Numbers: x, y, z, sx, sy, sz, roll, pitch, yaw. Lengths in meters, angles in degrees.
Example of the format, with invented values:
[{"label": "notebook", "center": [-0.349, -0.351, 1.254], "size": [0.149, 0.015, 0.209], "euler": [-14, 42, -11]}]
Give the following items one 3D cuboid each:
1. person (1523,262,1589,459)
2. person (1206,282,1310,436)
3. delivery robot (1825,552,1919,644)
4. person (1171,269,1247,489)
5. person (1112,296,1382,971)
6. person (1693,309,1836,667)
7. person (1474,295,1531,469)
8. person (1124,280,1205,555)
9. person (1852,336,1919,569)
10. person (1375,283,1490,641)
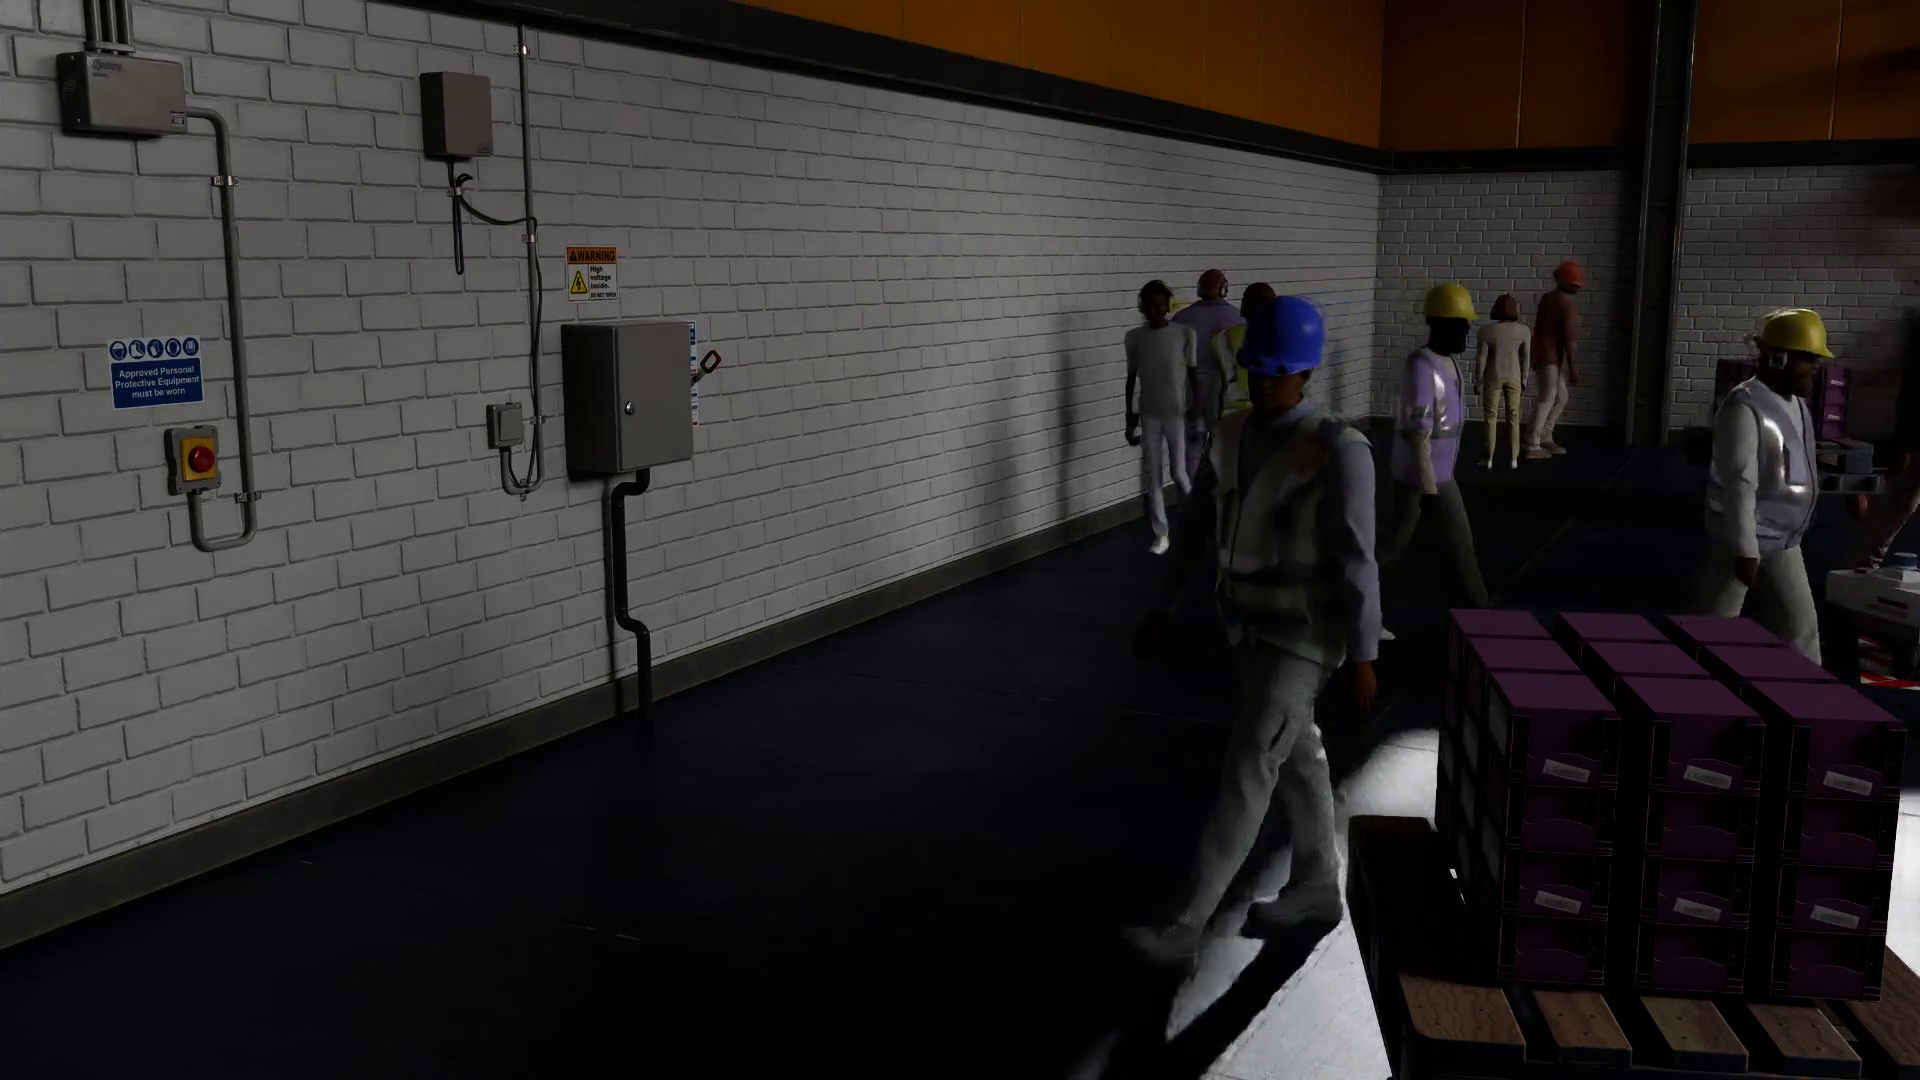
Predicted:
[{"label": "person", "center": [5.819, -1.739, 16.267], "size": [0.553, 1.940, 0.699], "euler": [0, 10, 3]}, {"label": "person", "center": [1.827, -0.656, 10.241], "size": [0.630, 1.846, 0.429], "euler": [2, 10, 9]}, {"label": "delivery robot", "center": [4.606, 0.305, 8.136], "size": [0.477, 0.478, 0.707], "euler": [-3, 10, -14]}, {"label": "person", "center": [1.909, -1.104, 12.679], "size": [0.643, 1.900, 0.400], "euler": [2, 10, 14]}, {"label": "person", "center": [0.782, 0.264, 4.731], "size": [0.968, 1.888, 0.713], "euler": [-5, 11, -24]}, {"label": "person", "center": [3.312, -0.015, 6.679], "size": [0.629, 1.786, 0.857], "euler": [-8, 13, -39]}, {"label": "person", "center": [5.082, -1.479, 15.616], "size": [0.498, 1.634, 0.281], "euler": [1, 10, 5]}, {"label": "person", "center": [1.390, -0.834, 11.271], "size": [0.563, 1.845, 0.551], "euler": [3, 10, 18]}, {"label": "person", "center": [5.561, -0.541, 9.346], "size": [1.024, 1.914, 0.667], "euler": [8, 12, 37]}, {"label": "person", "center": [2.411, -0.363, 8.475], "size": [1.008, 1.868, 0.604], "euler": [7, 12, 36]}]
